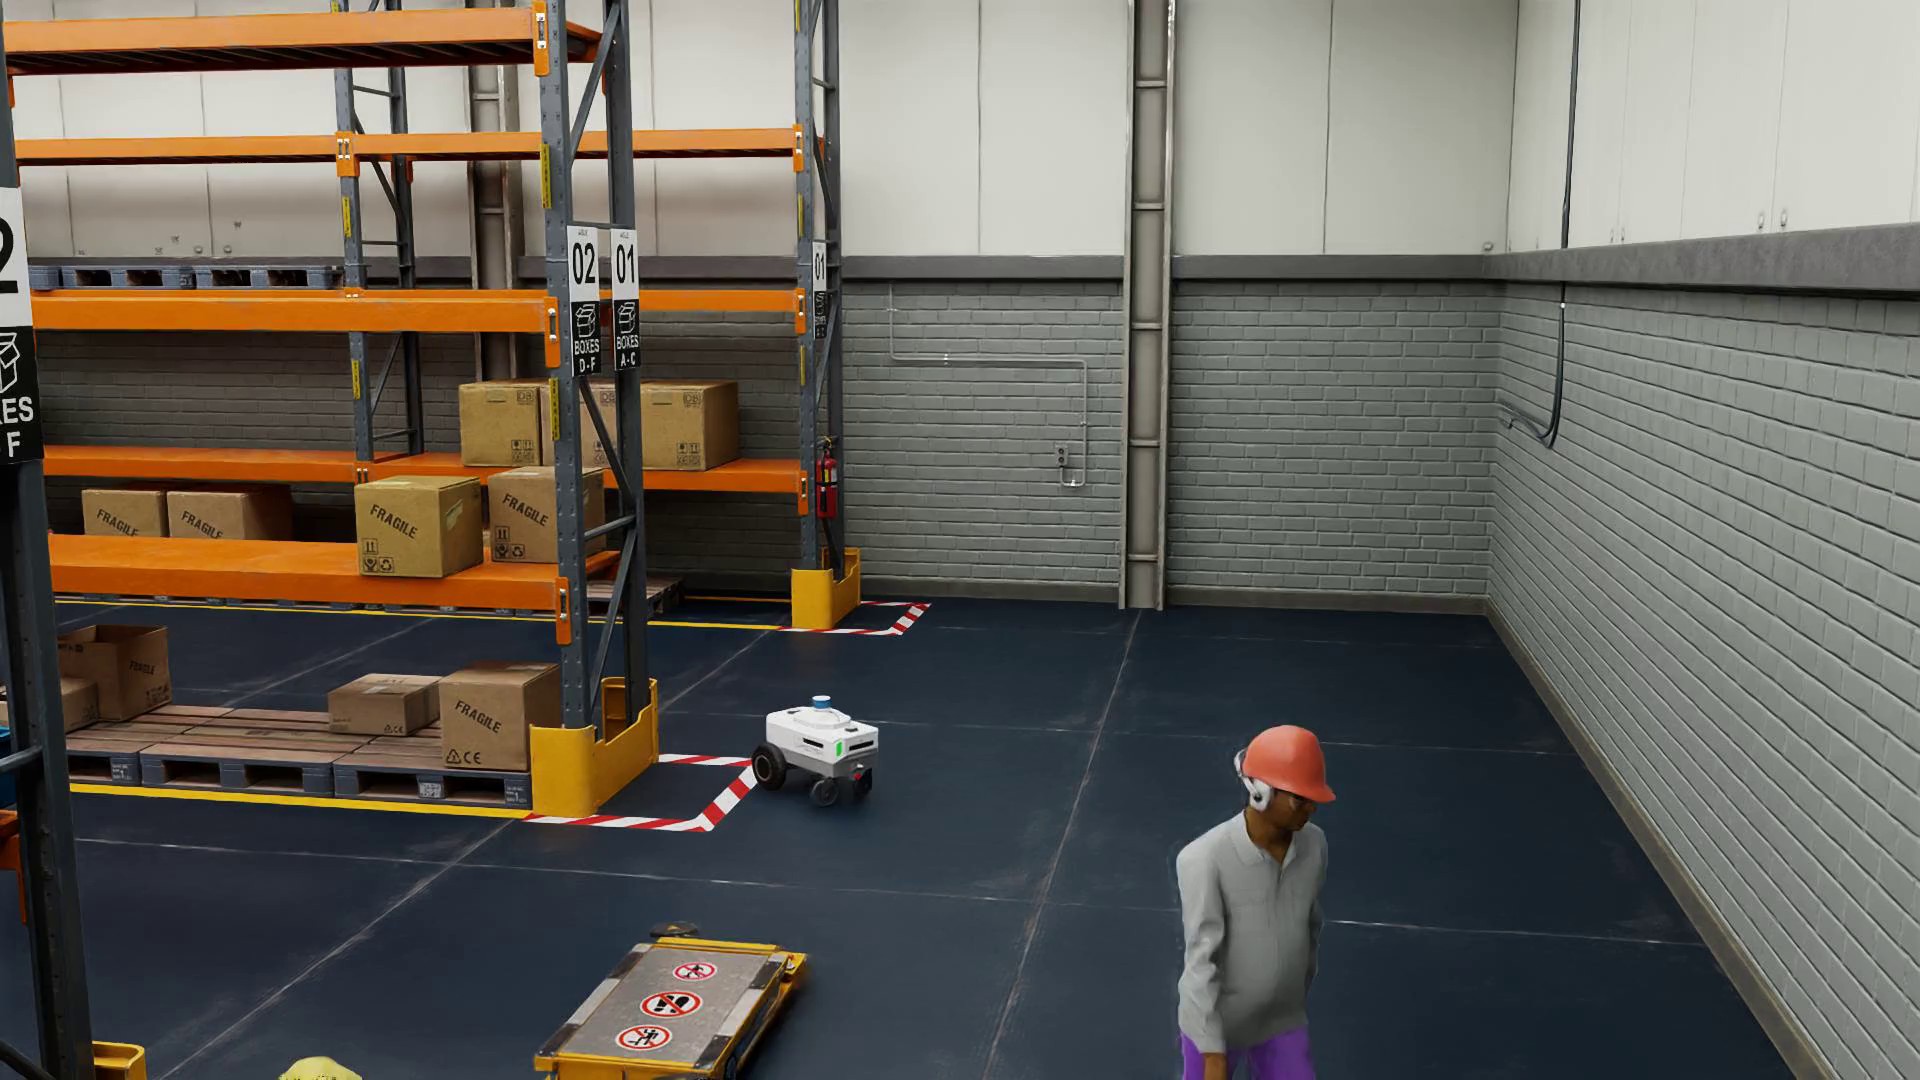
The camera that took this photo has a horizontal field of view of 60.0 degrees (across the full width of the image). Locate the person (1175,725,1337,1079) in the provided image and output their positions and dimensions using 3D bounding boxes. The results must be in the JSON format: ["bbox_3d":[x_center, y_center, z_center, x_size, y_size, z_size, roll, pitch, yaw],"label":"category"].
[{"bbox_3d":[0.880,1.379,4.754,0.568,1.699,0.911,-4,10,-25],"label":"person"}]

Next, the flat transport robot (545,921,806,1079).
[{"bbox_3d":[-1.088,1.834,6.382,0.652,0.197,1.431,2,9,10],"label":"flat transport robot"}]

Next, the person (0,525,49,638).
[{"bbox_3d":[-6.907,0.139,12.016,0.871,1.855,0.573,2,9,10],"label":"person"}]

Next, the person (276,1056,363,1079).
[{"bbox_3d":[-1.009,1.687,2.696,0.560,1.764,0.343,-3,10,-18],"label":"person"}]

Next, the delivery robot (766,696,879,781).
[{"bbox_3d":[-0.790,1.137,9.537,0.477,0.478,0.707,-9,13,-43],"label":"delivery robot"}]
